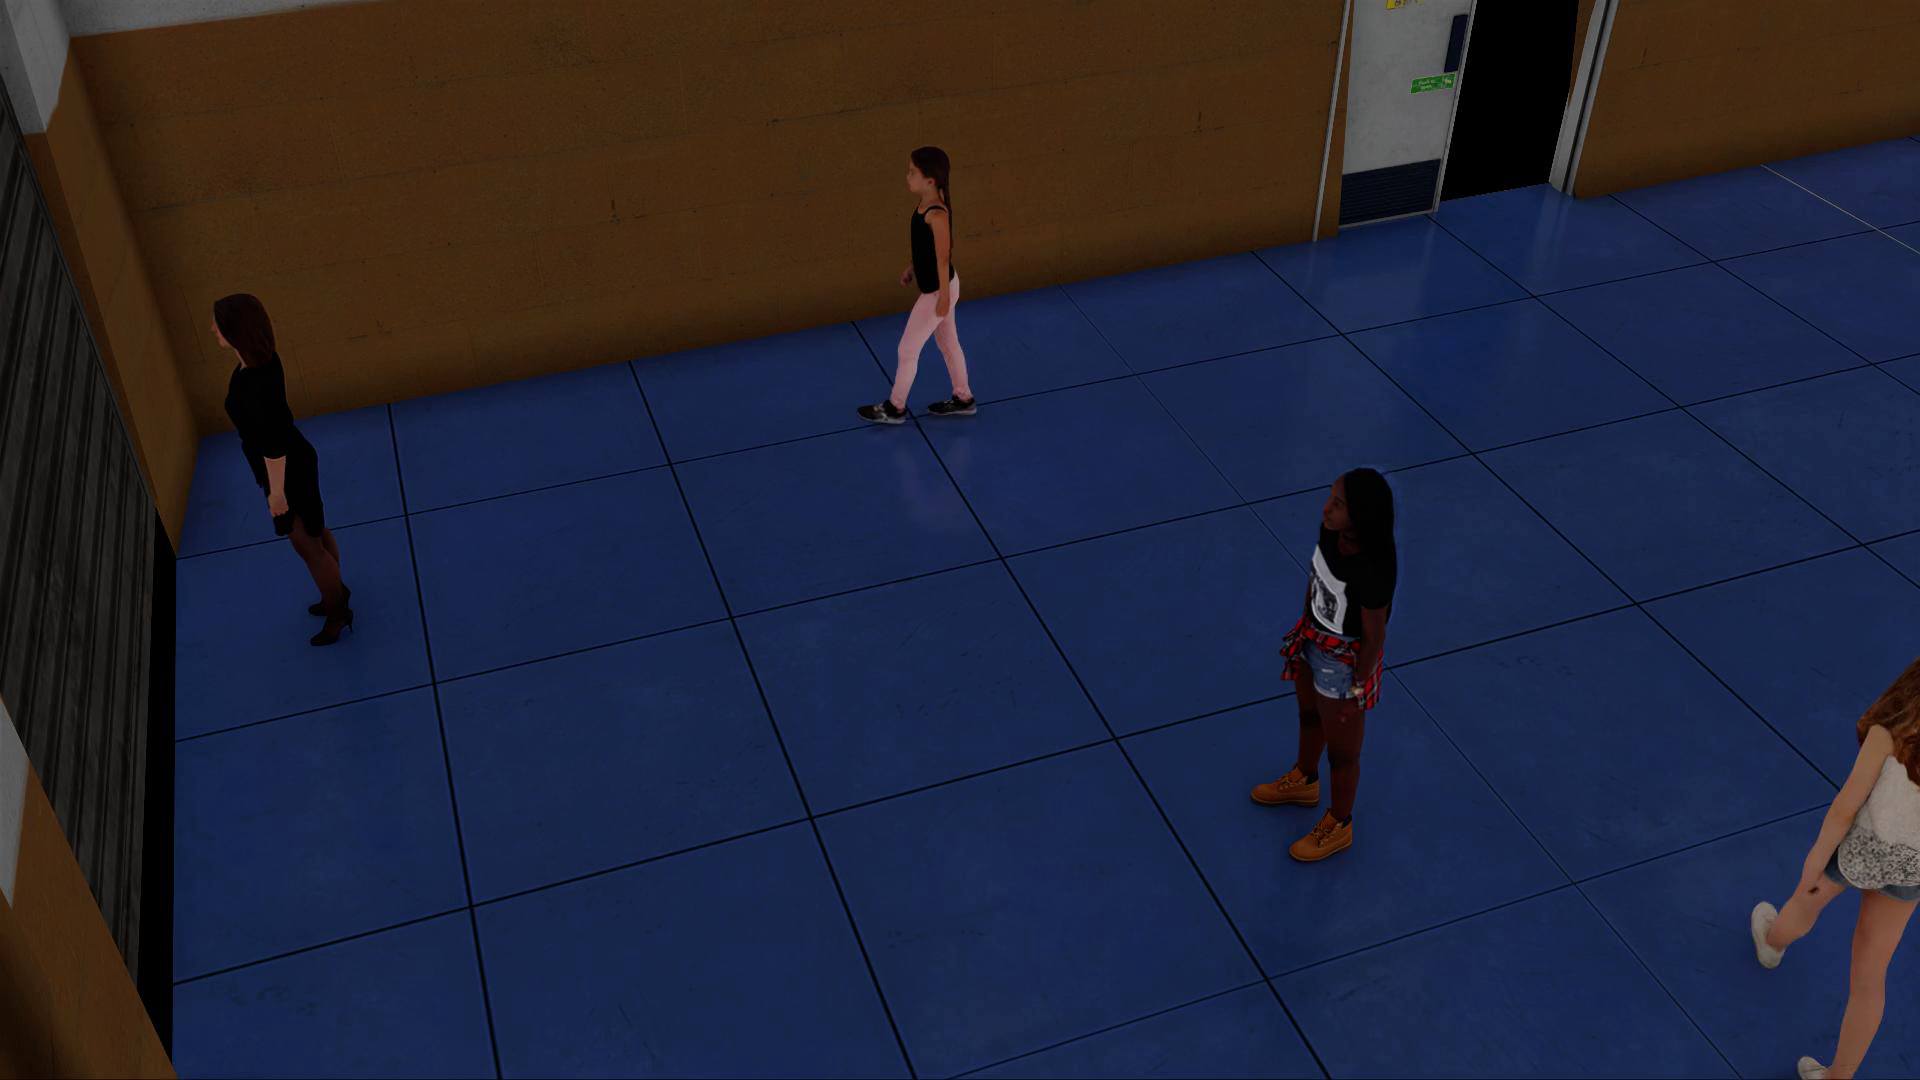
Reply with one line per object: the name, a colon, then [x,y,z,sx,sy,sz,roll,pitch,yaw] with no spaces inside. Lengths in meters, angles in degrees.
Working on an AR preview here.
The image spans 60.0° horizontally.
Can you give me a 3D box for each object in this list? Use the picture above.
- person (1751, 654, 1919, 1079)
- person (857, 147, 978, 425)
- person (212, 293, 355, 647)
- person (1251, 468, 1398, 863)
person: [2.913,1.113,5.240,0.964,1.712,1.203,5,37,7]
person: [-0.060,-1.281,8.578,0.748,1.535,0.869,-1,37,-2]
person: [-2.867,-0.289,7.098,0.653,1.706,0.439,-10,38,-13]
person: [1.378,0.457,6.101,0.680,1.727,0.543,-10,38,-13]
